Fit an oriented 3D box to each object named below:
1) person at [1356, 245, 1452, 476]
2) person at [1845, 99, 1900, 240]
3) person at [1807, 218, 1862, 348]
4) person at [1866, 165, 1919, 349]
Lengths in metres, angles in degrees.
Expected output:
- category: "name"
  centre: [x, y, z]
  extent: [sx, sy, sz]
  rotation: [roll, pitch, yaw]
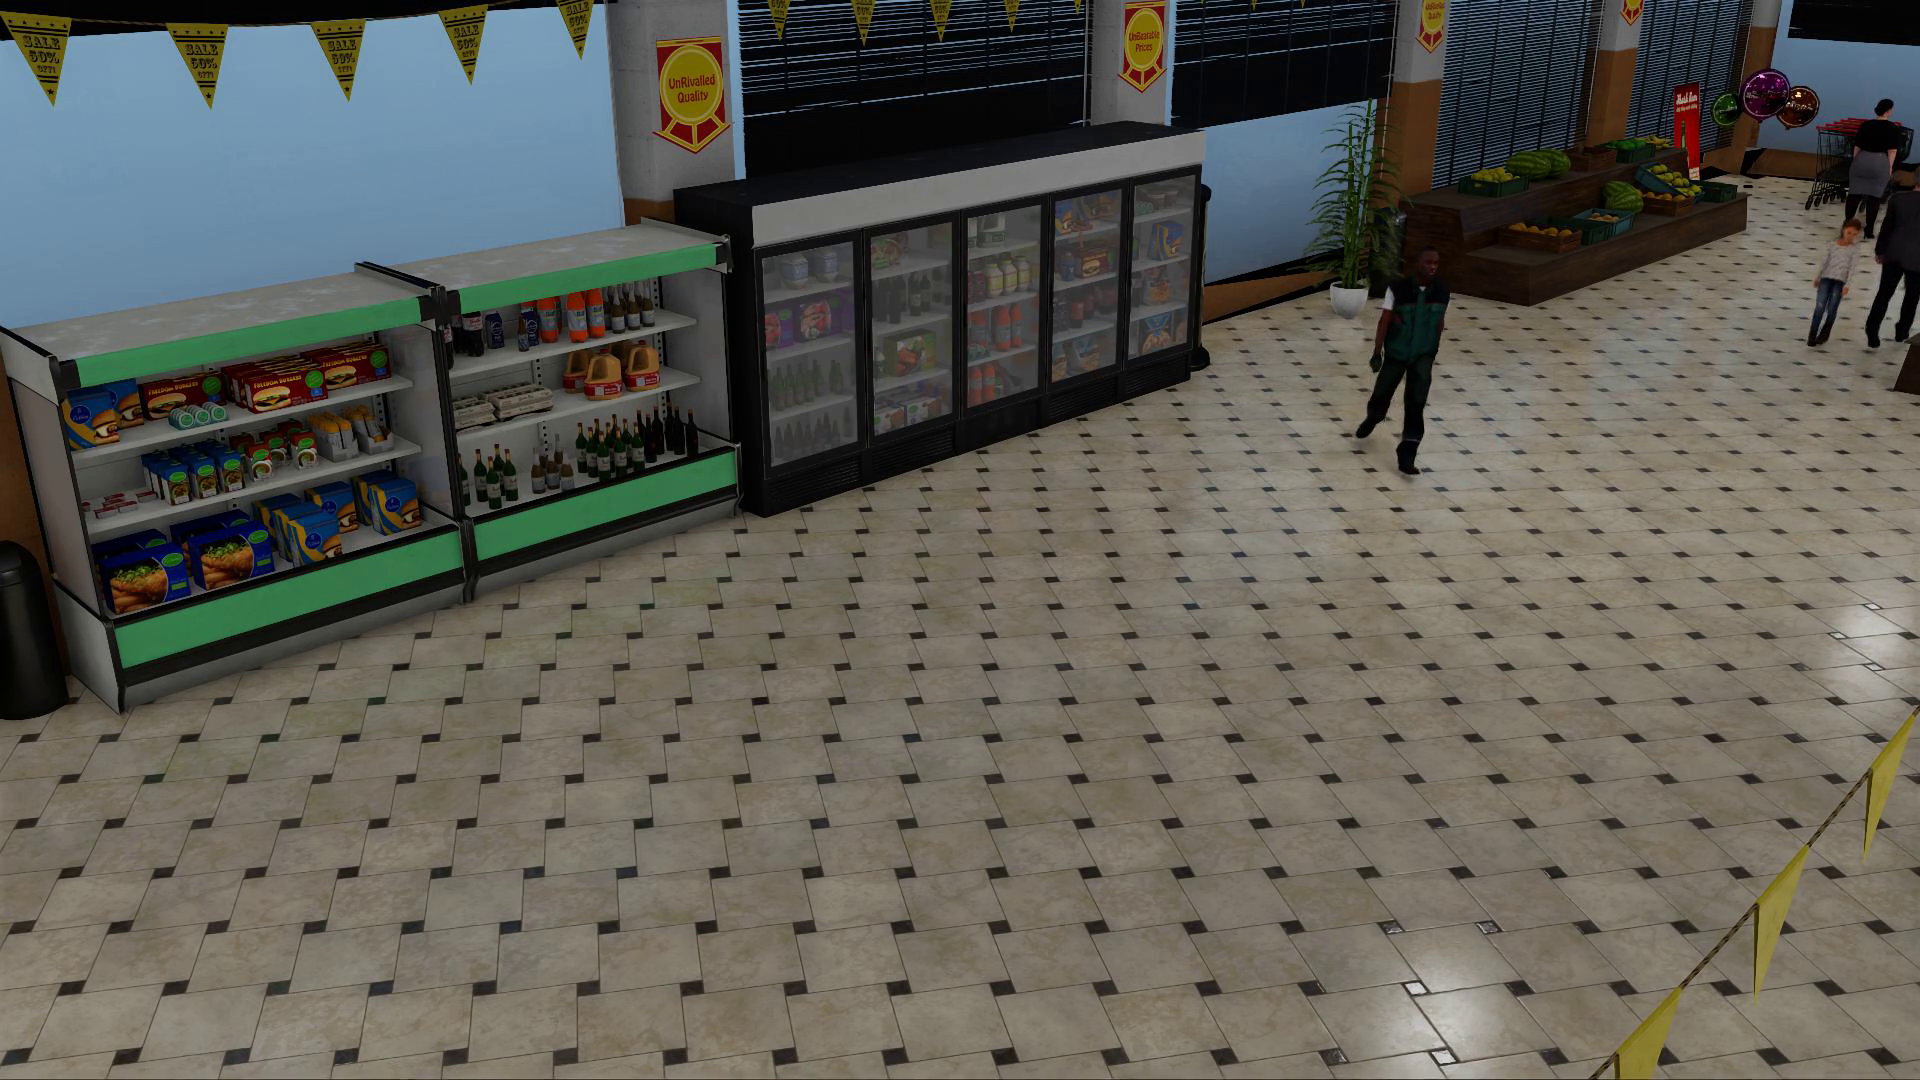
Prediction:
- category: "person"
  centre: [3.504, -1.456, 13.101]
  extent: [1.245, 1.786, 1.323]
  rotation: [2, 22, 4]
- category: "person"
  centre: [11.724, -4.776, 21.406]
  extent: [0.641, 1.755, 0.688]
  rotation: [-17, 27, -36]
- category: "person"
  centre: [8.697, -2.544, 16.487]
  extent: [0.561, 1.280, 0.844]
  rotation: [20, 29, 40]
- category: "person"
  centre: [9.267, -2.764, 16.333]
  extent: [0.771, 1.803, 1.178]
  rotation: [18, 28, 37]
